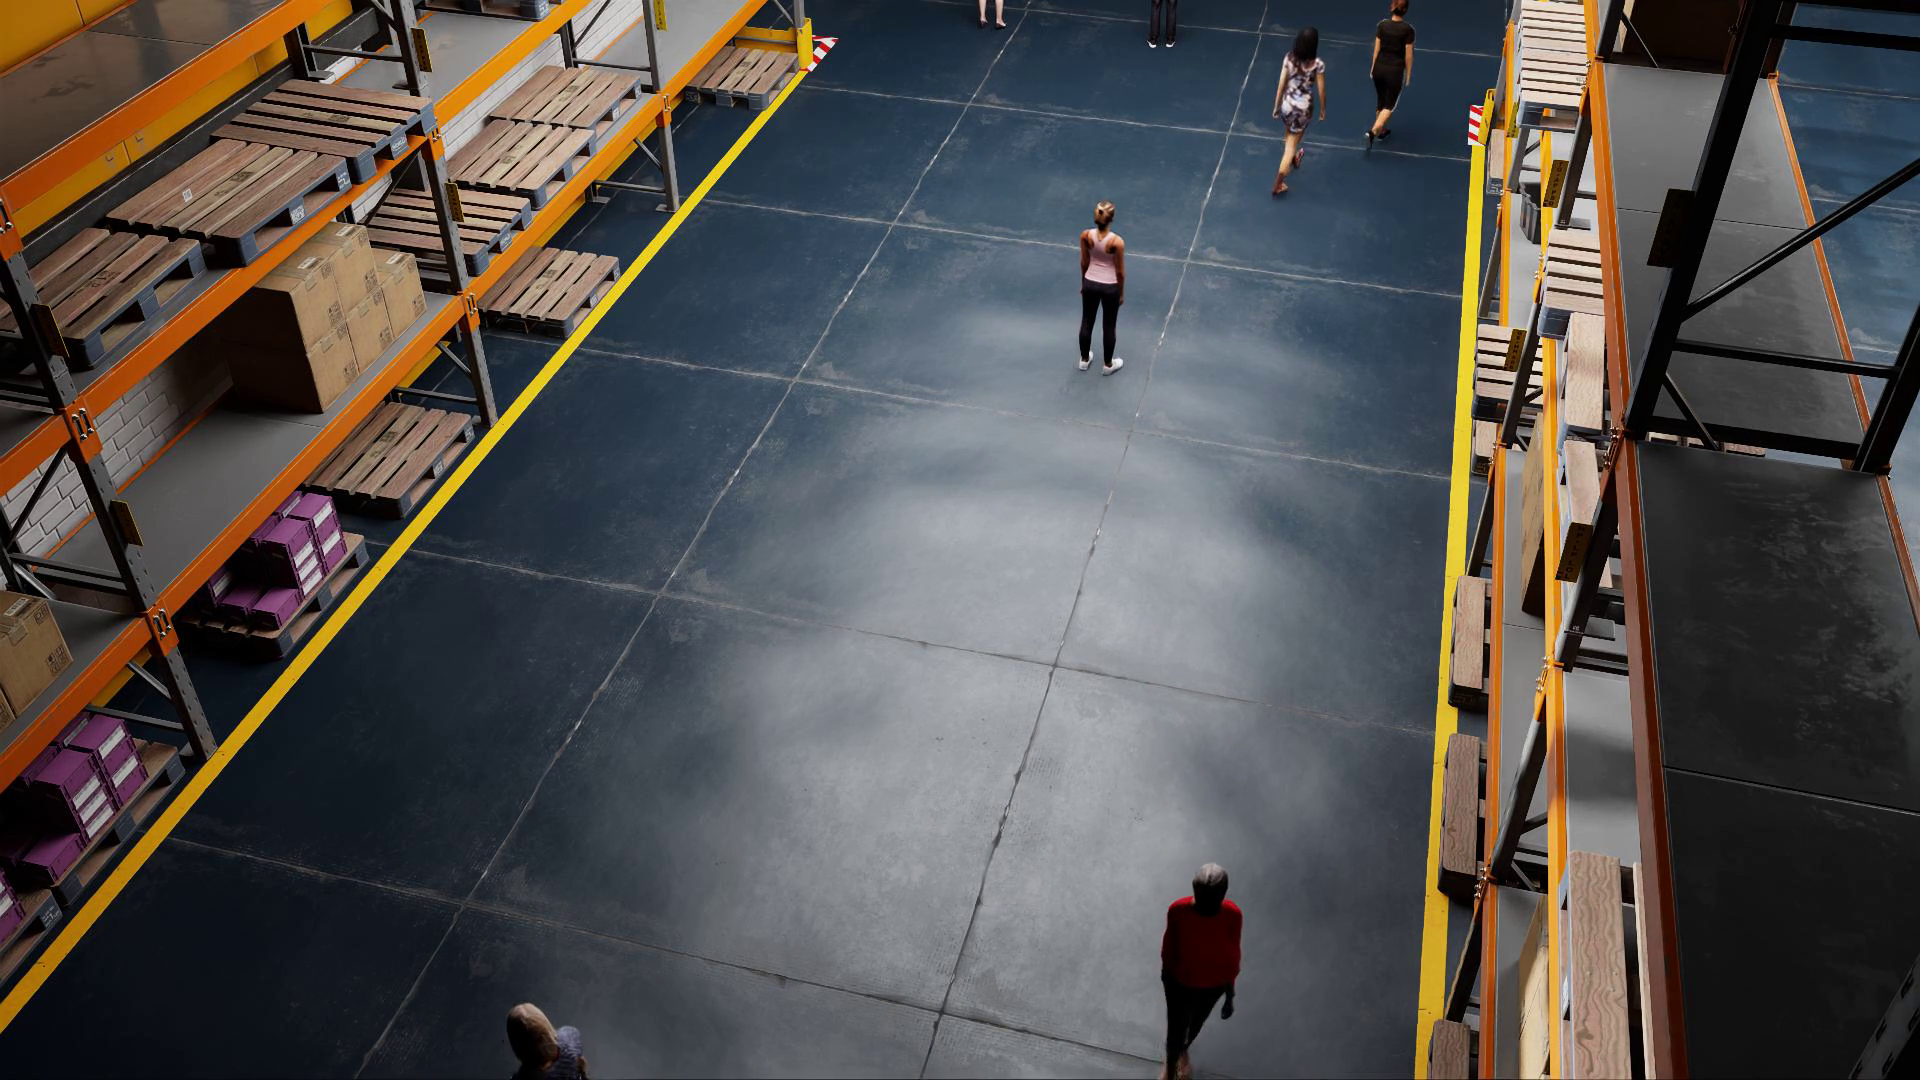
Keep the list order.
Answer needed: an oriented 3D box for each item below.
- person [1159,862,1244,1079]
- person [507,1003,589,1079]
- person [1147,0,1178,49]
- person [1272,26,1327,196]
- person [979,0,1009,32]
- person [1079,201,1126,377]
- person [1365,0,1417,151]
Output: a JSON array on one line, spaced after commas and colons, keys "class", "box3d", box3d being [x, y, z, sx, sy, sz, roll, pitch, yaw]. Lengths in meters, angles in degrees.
[{"class": "person", "box3d": [1.247, 2.228, 8.723, 0.617, 1.681, 0.672, 0, 39, 1]}, {"class": "person", "box3d": [-1.854, 2.808, 7.980, 0.939, 1.703, 1.010, 29, 47, 31]}, {"class": "person", "box3d": [2.474, -6.794, 19.968, 0.621, 1.748, 0.589, 1, 39, 2]}, {"class": "person", "box3d": [3.390, -4.319, 16.912, 0.871, 1.693, 1.167, 22, 43, 25]}, {"class": "person", "box3d": [0.399, -7.178, 20.383, 0.621, 1.829, 0.539, 14, 41, 17]}, {"class": "person", "box3d": [1.210, -2.165, 14.257, 0.605, 1.640, 0.604, 17, 42, 20]}, {"class": "person", "box3d": [4.555, -4.958, 17.750, 0.836, 1.646, 1.052, 25, 45, 28]}]
